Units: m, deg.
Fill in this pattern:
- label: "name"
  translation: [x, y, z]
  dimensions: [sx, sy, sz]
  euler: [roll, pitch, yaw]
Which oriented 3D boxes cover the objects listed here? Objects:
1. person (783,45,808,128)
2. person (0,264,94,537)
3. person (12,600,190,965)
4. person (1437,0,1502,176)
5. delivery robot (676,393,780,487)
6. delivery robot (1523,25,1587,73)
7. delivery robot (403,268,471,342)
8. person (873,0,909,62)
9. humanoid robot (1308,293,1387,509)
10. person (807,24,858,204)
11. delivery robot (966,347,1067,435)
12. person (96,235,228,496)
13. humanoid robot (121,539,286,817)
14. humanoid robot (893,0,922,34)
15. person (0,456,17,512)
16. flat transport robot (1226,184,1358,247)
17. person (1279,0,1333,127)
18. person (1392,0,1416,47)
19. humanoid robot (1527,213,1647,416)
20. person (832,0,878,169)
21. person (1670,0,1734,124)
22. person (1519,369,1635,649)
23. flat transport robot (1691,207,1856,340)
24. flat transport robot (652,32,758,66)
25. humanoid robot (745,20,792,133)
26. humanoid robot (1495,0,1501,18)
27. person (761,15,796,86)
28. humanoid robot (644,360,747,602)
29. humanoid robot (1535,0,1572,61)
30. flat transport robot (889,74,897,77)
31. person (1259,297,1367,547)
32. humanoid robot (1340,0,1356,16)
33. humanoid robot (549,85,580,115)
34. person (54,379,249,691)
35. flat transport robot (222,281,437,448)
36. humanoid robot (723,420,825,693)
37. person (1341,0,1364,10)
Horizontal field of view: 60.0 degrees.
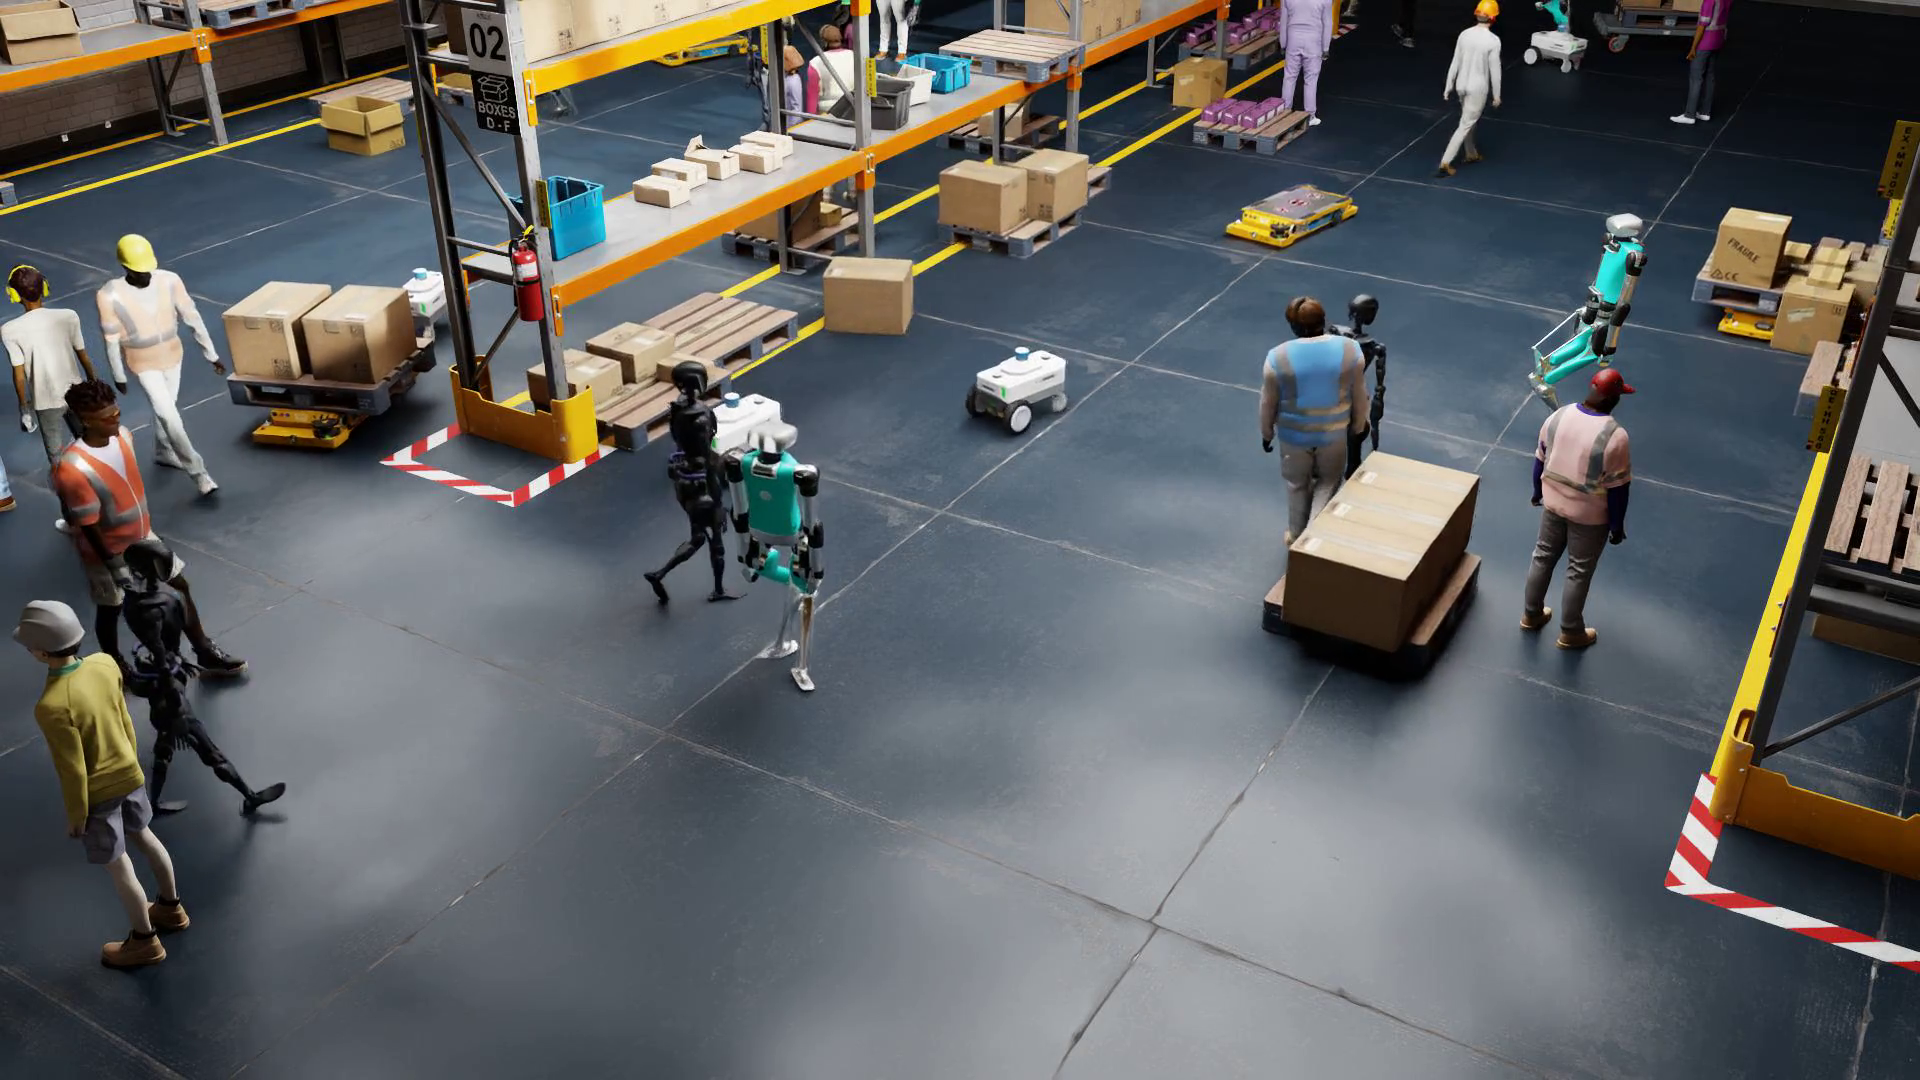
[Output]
- label: "person"
  translation: [-1.696, -4.243, 17.058]
  dimensions: [0.284, 1.632, 0.498]
  euler: [-2, 30, -4]
- label: "person"
  translation: [-5.937, -0.911, 10.946]
  dimensions: [0.345, 1.856, 0.520]
  euler: [21, 36, 33]
- label: "person"
  translation: [-3.797, 1.080, 7.384]
  dimensions: [0.385, 1.894, 0.472]
  euler: [4, 30, 8]
- label: "person"
  translation: [5.547, -4.918, 18.041]
  dimensions: [0.956, 1.852, 0.594]
  euler: [-20, 35, -32]
- label: "delivery robot"
  translation: [-1.638, -0.774, 12.001]
  dimensions: [0.499, 0.575, 0.754]
  euler: [23, 36, 34]
- label: "delivery robot"
  translation: [8.006, -6.605, 22.355]
  dimensions: [0.501, 0.614, 0.786]
  euler: [-19, 35, -30]
- label: "delivery robot"
  translation: [-4.573, -2.031, 14.262]
  dimensions: [0.499, 0.613, 0.807]
  euler: [4, 30, 8]
- label: "person"
  translation: [-0.929, -7.448, 22.421]
  dimensions: [0.634, 1.939, 0.366]
  euler: [13, 32, 22]
- label: "humanoid robot"
  translation: [2.557, -0.865, 11.093]
  dimensions: [0.734, 1.636, 0.585]
  euler: [-22, 36, -34]
- label: "person"
  translation: [-1.269, -4.334, 17.025]
  dimensions: [0.639, 1.831, 0.431]
  euler: [-14, 33, -24]
- label: "delivery robot"
  translation: [0.459, -1.172, 12.732]
  dimensions: [0.806, 0.602, 0.499]
  euler: [-24, 37, -36]
- label: "person"
  translation: [-5.496, -1.235, 11.503]
  dimensions: [0.981, 1.855, 0.654]
  euler: [20, 35, 31]
- label: "humanoid robot"
  translation: [-3.906, 0.698, 8.314]
  dimensions: [0.750, 1.626, 0.610]
  euler: [-11, 31, -19]
- label: "humanoid robot"
  translation: [-0.704, -8.170, 23.918]
  dimensions: [0.544, 1.770, 0.910]
  euler: [25, 38, 36]
- label: "person"
  translation: [-6.782, -1.107, 11.147]
  dimensions: [0.379, 1.993, 0.621]
  euler: [-20, 35, -32]
- label: "flat transport robot"
  translation: [3.355, -3.268, 16.723]
  dimensions: [0.659, 0.231, 1.431]
  euler: [24, 37, 36]
- label: "person"
  translation: [4.076, -5.857, 19.640]
  dimensions: [0.641, 1.908, 0.414]
  euler: [15, 33, 24]
- label: "person"
  translation: [6.308, -7.909, 23.469]
  dimensions: [0.721, 1.711, 0.914]
  euler: [-7, 30, -13]
- label: "humanoid robot"
  translation: [4.434, -1.518, 11.995]
  dimensions: [0.735, 1.681, 0.533]
  euler: [-1, 30, -3]
- label: "person"
  translation: [-1.169, -5.041, 18.149]
  dimensions: [0.419, 1.955, 0.489]
  euler: [-8, 30, -14]
- label: "person"
  translation: [8.880, -5.886, 19.757]
  dimensions: [0.519, 1.840, 0.316]
  euler: [-18, 34, -29]
- label: "person"
  translation: [3.638, -0.192, 9.777]
  dimensions: [0.419, 1.747, 0.615]
  euler: [-19, 35, -30]
- label: "flat transport robot"
  translation: [7.142, -2.072, 14.606]
  dimensions: [0.659, 0.231, 1.431]
  euler: [17, 34, 27]
- label: "flat transport robot"
  translation: [-3.567, -6.797, 22.965]
  dimensions: [1.431, 0.231, 0.659]
  euler: [-22, 36, -34]
- label: "humanoid robot"
  translation: [-2.233, -5.437, 19.135]
  dimensions: [0.590, 1.626, 0.531]
  euler: [-14, 32, -24]
- label: "humanoid robot"
  translation: [8.151, -8.629, 24.802]
  dimensions: [0.616, 1.634, 0.708]
  euler: [4, 30, 7]
- label: "person"
  translation: [-2.375, -6.674, 21.280]
  dimensions: [0.614, 1.710, 0.727]
  euler: [5, 30, 9]
- label: "humanoid robot"
  translation: [-1.647, -0.329, 10.106]
  dimensions: [0.588, 1.638, 0.602]
  euler: [-12, 32, -21]
- label: "humanoid robot"
  translation: [8.035, -7.239, 22.259]
  dimensions: [0.551, 1.766, 0.868]
  euler: [-17, 34, -28]
- label: "flat transport robot"
  translation: [-0.558, -5.527, 20.718]
  dimensions: [0.659, 0.231, 1.431]
  euler: [-2, 30, -4]
- label: "person"
  translation: [2.227, -0.681, 10.581]
  dimensions: [0.686, 1.815, 0.508]
  euler: [1, 30, 2]
- label: "humanoid robot"
  translation: [5.661, -8.510, 24.511]
  dimensions: [1.013, 1.738, 0.542]
  euler: [18, 34, 29]
- label: "humanoid robot"
  translation: [-4.856, -5.927, 19.963]
  dimensions: [0.532, 1.804, 0.778]
  euler: [17, 33, 27]
- label: "person"
  translation: [-4.564, 0.016, 9.218]
  dimensions: [0.891, 1.929, 0.610]
  euler: [6, 30, 10]
- label: "flat transport robot"
  translation: [-4.820, -1.114, 12.913]
  dimensions: [0.659, 0.231, 1.431]
  euler: [5, 30, 8]
- label: "humanoid robot"
  translation: [-0.936, 0.027, 9.398]
  dimensions: [0.586, 1.770, 0.878]
  euler: [9, 31, 16]
- label: "person"
  translation: [6.005, -9.000, 25.348]
  dimensions: [0.562, 1.755, 0.320]
  euler: [24, 38, 36]
